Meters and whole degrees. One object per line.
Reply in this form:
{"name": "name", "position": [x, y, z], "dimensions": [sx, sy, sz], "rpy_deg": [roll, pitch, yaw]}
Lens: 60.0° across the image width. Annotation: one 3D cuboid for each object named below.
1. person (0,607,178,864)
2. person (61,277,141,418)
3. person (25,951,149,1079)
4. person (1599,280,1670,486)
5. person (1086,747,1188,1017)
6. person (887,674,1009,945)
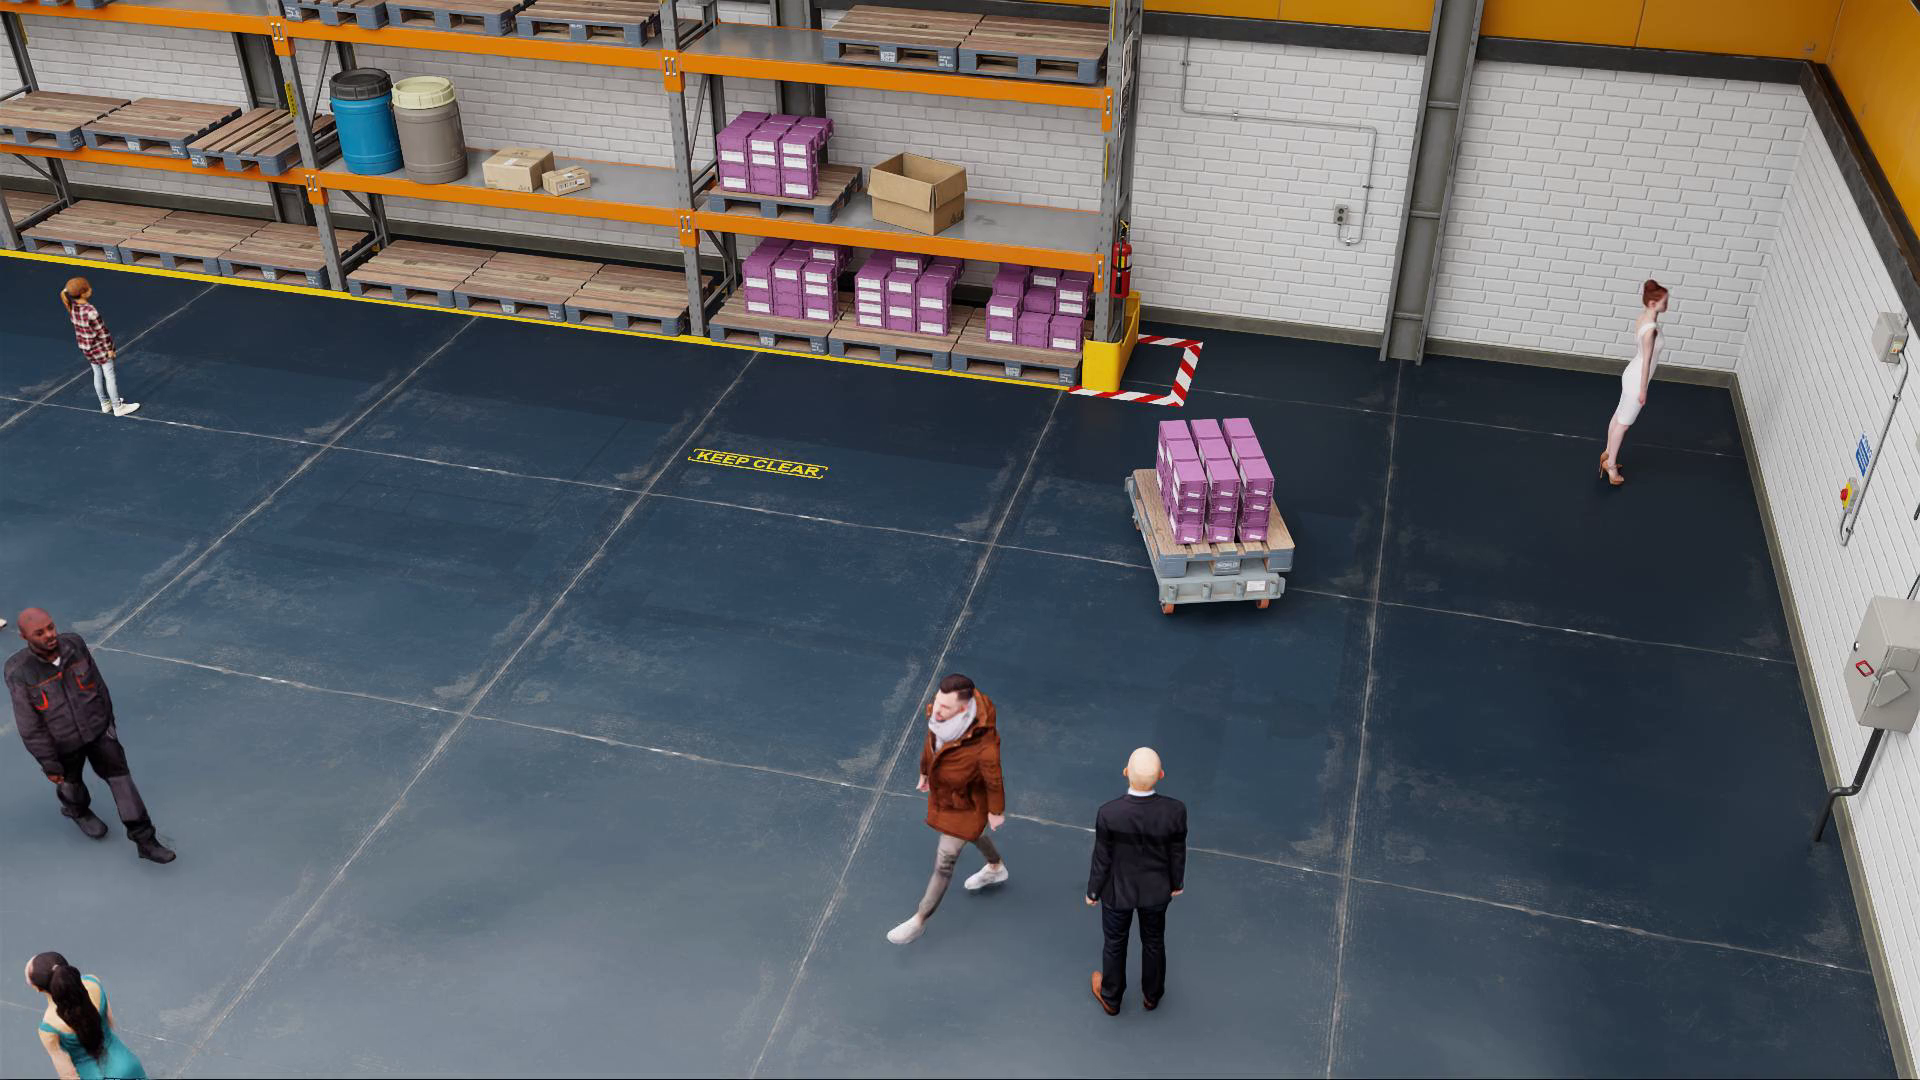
{"name": "person", "position": [-5.379, 1.138, 9.997], "dimensions": [1.314, 1.781, 1.023], "rpy_deg": [22, 40, 30]}
{"name": "person", "position": [-7.653, -1.720, 14.728], "dimensions": [0.519, 1.305, 0.645], "rpy_deg": [18, 38, 25]}
{"name": "person", "position": [-4.026, 2.580, 7.938], "dimensions": [1.030, 1.659, 0.635], "rpy_deg": [14, 36, 20]}
{"name": "person", "position": [5.533, -1.294, 13.645], "dimensions": [0.463, 1.794, 0.565], "rpy_deg": [9, 35, 13]}
{"name": "person", "position": [0.940, 1.845, 8.918], "dimensions": [0.647, 1.798, 0.817], "rpy_deg": [-4, 34, -6]}
{"name": "person", "position": [0.068, 1.461, 9.516], "dimensions": [1.235, 1.776, 1.210], "rpy_deg": [-19, 38, -26]}
